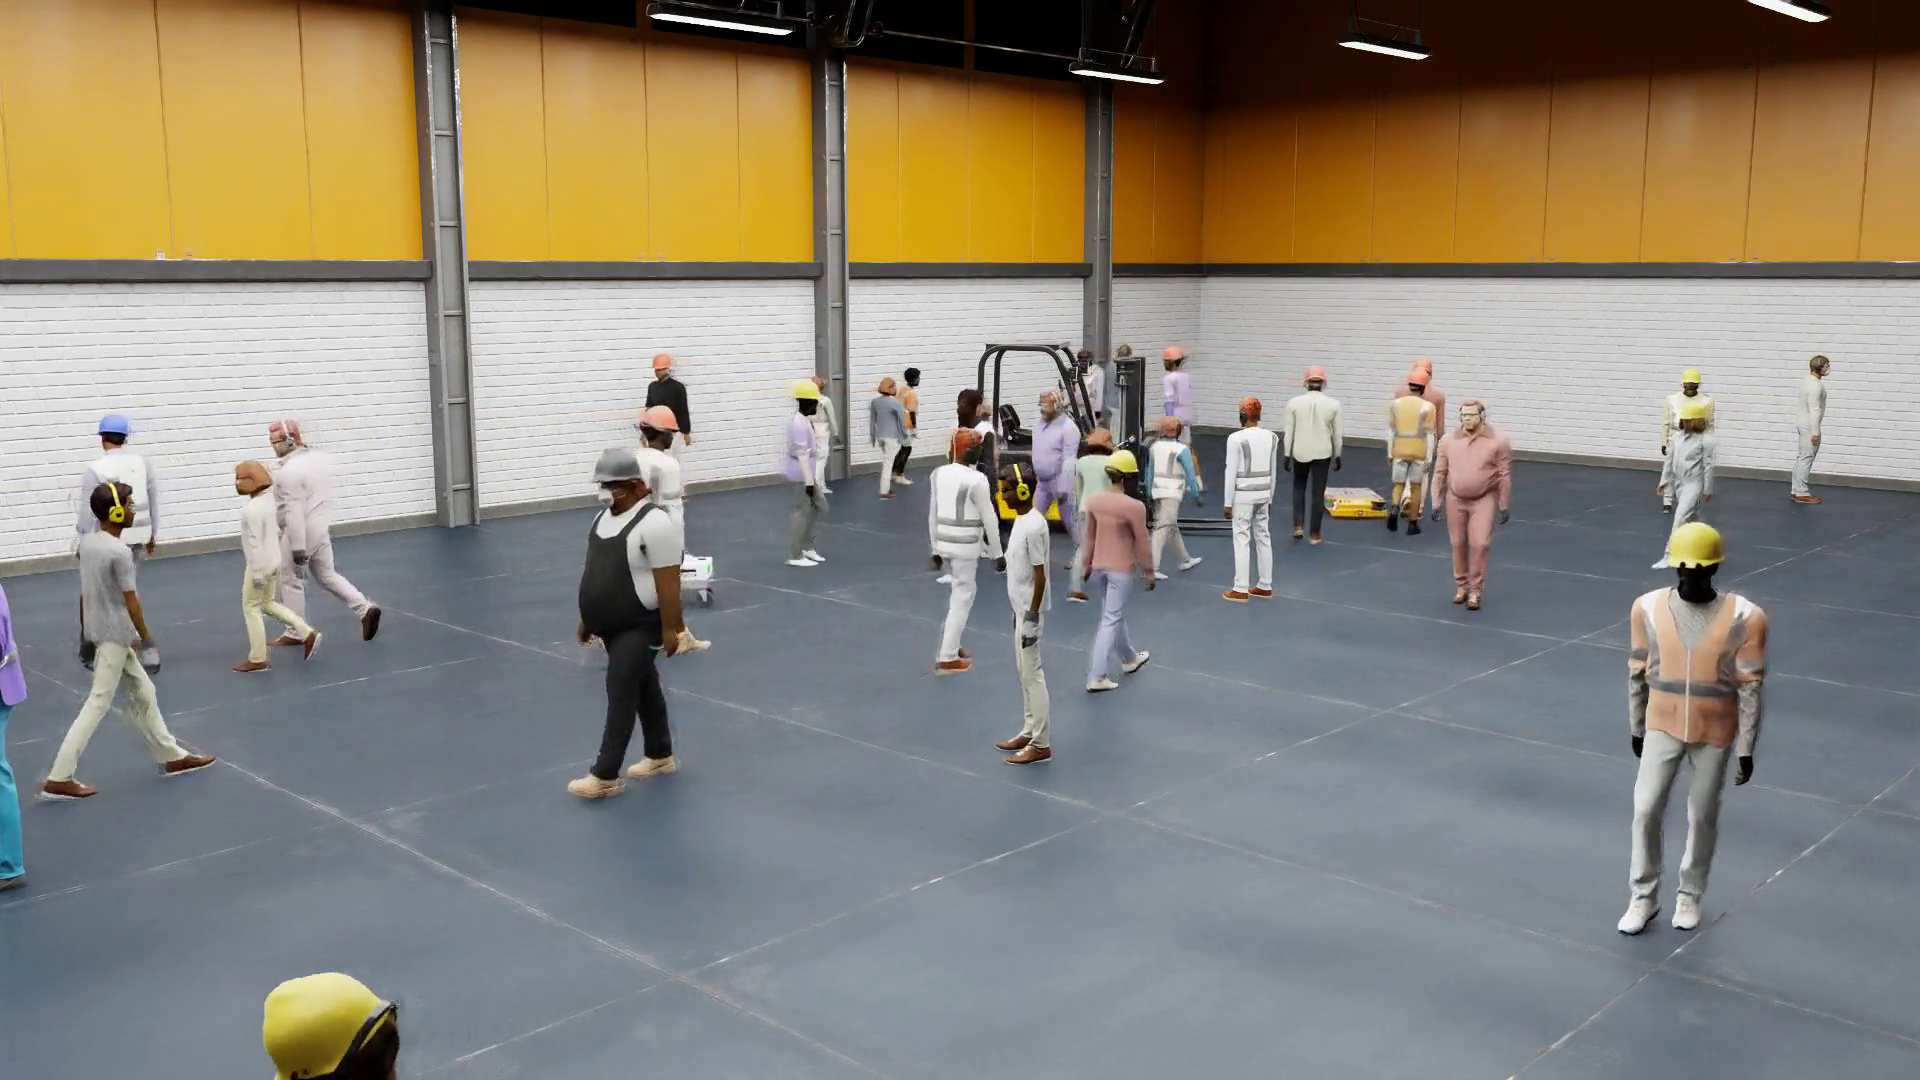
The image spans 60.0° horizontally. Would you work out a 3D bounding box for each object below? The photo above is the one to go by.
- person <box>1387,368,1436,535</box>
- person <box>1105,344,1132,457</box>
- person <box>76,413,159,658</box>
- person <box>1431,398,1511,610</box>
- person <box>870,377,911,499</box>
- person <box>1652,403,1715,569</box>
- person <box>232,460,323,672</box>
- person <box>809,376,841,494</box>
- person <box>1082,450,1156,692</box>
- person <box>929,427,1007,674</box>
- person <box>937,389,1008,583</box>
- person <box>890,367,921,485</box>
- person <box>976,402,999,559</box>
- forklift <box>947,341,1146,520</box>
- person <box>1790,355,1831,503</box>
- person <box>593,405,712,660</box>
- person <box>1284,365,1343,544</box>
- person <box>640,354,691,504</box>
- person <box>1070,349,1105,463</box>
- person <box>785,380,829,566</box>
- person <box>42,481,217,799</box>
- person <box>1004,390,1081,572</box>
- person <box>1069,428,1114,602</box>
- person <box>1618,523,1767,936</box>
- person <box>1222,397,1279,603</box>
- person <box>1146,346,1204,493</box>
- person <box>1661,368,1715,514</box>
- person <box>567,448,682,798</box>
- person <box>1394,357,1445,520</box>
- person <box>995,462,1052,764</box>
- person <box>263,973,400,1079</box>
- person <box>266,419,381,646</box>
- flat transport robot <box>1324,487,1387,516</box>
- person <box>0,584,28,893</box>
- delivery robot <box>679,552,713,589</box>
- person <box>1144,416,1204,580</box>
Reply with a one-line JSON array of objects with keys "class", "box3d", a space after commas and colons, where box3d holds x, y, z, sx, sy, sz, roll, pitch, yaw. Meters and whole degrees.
[{"class": "person", "box3d": [5.101, -0.988, 18.861, 0.559, 1.914, 0.541, 6, 11, 32]}, {"class": "person", "box3d": [2.363, -1.959, 24.806, 0.467, 1.914, 0.662, -3, 10, -16]}, {"class": "person", "box3d": [-6.581, -0.031, 12.997, 0.496, 1.914, 0.636, 3, 10, 15]}, {"class": "person", "box3d": [4.533, -0.318, 14.879, 0.675, 1.875, 0.781, 5, 11, 29]}, {"class": "person", "box3d": [-0.902, -1.348, 22.005, 0.504, 1.615, 0.542, 8, 12, 40]}, {"class": "person", "box3d": [7.457, -0.564, 16.962, 0.925, 1.695, 0.481, -3, 10, -20]}, {"class": "person", "box3d": [-5.190, 0.196, 12.508, 0.565, 1.613, 0.507, 0, 9, -1]}, {"class": "person", "box3d": [-1.889, -1.369, 22.103, 0.528, 1.616, 0.642, 9, 13, 43]}, {"class": "person", "box3d": [1.204, 0.209, 12.107, 0.875, 1.727, 0.546, -8, 12, -42]}, {"class": "person", "box3d": [0.056, 0.079, 12.468, 0.574, 1.864, 0.581, -7, 12, -37]}, {"class": "person", "box3d": [0.160, -0.546, 16.265, 0.882, 1.889, 0.592, -6, 11, -31]}, {"class": "person", "box3d": [-0.754, -1.597, 23.356, 0.403, 1.659, 0.578, -2, 10, -15]}, {"class": "person", "box3d": [0.214, -0.619, 17.444, 0.308, 1.641, 0.516, -9, 13, -43]}, {"class": "forklift", "box3d": [0.977, -1.223, 19.452, 2.313, 2.155, 1.214, 2, 9, 11]}, {"class": "person", "box3d": [11.041, -1.435, 21.584, 0.366, 1.934, 0.630, 3, 10, 18]}, {"class": "person", "box3d": [-2.400, -0.034, 12.797, 1.021, 2.002, 0.621, -8, 12, -41]}, {"class": "person", "box3d": [3.929, -0.954, 18.484, 0.639, 1.965, 0.639, 3, 10, 15]}, {"class": "person", "box3d": [-3.784, -1.375, 21.082, 0.621, 1.956, 0.903, 8, 12, 39]}, {"class": "person", "box3d": [1.980, -2.058, 25.742, 0.636, 1.814, 0.716, 7, 11, 36]}, {"class": "person", "box3d": [-1.535, -0.668, 16.919, 0.514, 1.905, 0.607, 0, 9, 0]}, {"class": "person", "box3d": [-4.890, 0.570, 9.638, 0.533, 1.821, 0.999, 8, 12, 42]}, {"class": "person", "box3d": [0.927, -0.579, 16.597, 1.036, 1.849, 0.651, -8, 12, -40]}, {"class": "person", "box3d": [1.277, -0.238, 15.263, 0.537, 1.580, 0.863, 8, 12, 39]}, {"class": "person", "box3d": [3.285, 0.871, 7.508, 0.591, 1.904, 0.674, 6, 11, 32]}, {"class": "person", "box3d": [2.658, -0.369, 15.212, 0.569, 1.877, 0.349, -6, 11, -32]}, {"class": "person", "box3d": [2.902, -1.637, 22.625, 1.077, 1.988, 0.627, 8, 12, 39]}, {"class": "person", "box3d": [8.973, -1.213, 20.541, 0.593, 1.822, 0.403, 5, 10, 27]}, {"class": "person", "box3d": [-2.037, 0.449, 9.671, 0.922, 2.000, 0.695, -8, 12, -42]}, {"class": "person", "box3d": [5.489, -1.197, 19.933, 0.642, 1.981, 0.575, 2, 10, 13]}, {"class": "person", "box3d": [0.392, 0.448, 10.223, 0.334, 1.863, 0.518, -1, 9, -5]}, {"class": "person", "box3d": [-0.994, 1.658, 3.240, 0.678, 1.721, 0.317, -2, 10, -14]}, {"class": "person", "box3d": [-5.152, -0.043, 13.295, 0.855, 1.869, 0.667, 0, 9, 2]}, {"class": "flat transport robot", "box3d": [4.885, -0.488, 20.830, 0.652, 0.197, 1.431, 1, 9, 3]}, {"class": "person", "box3d": [-4.758, 0.803, 8.097, 0.385, 1.845, 0.569, -5, 11, -30]}, {"class": "delivery robot", "box3d": [-2.579, 0.280, 14.964, 0.707, 0.478, 0.477, -1, 9, -7]}, {"class": "person", "box3d": [2.125, -0.416, 16.326, 0.874, 1.593, 0.527, -6, 11, -32]}]
